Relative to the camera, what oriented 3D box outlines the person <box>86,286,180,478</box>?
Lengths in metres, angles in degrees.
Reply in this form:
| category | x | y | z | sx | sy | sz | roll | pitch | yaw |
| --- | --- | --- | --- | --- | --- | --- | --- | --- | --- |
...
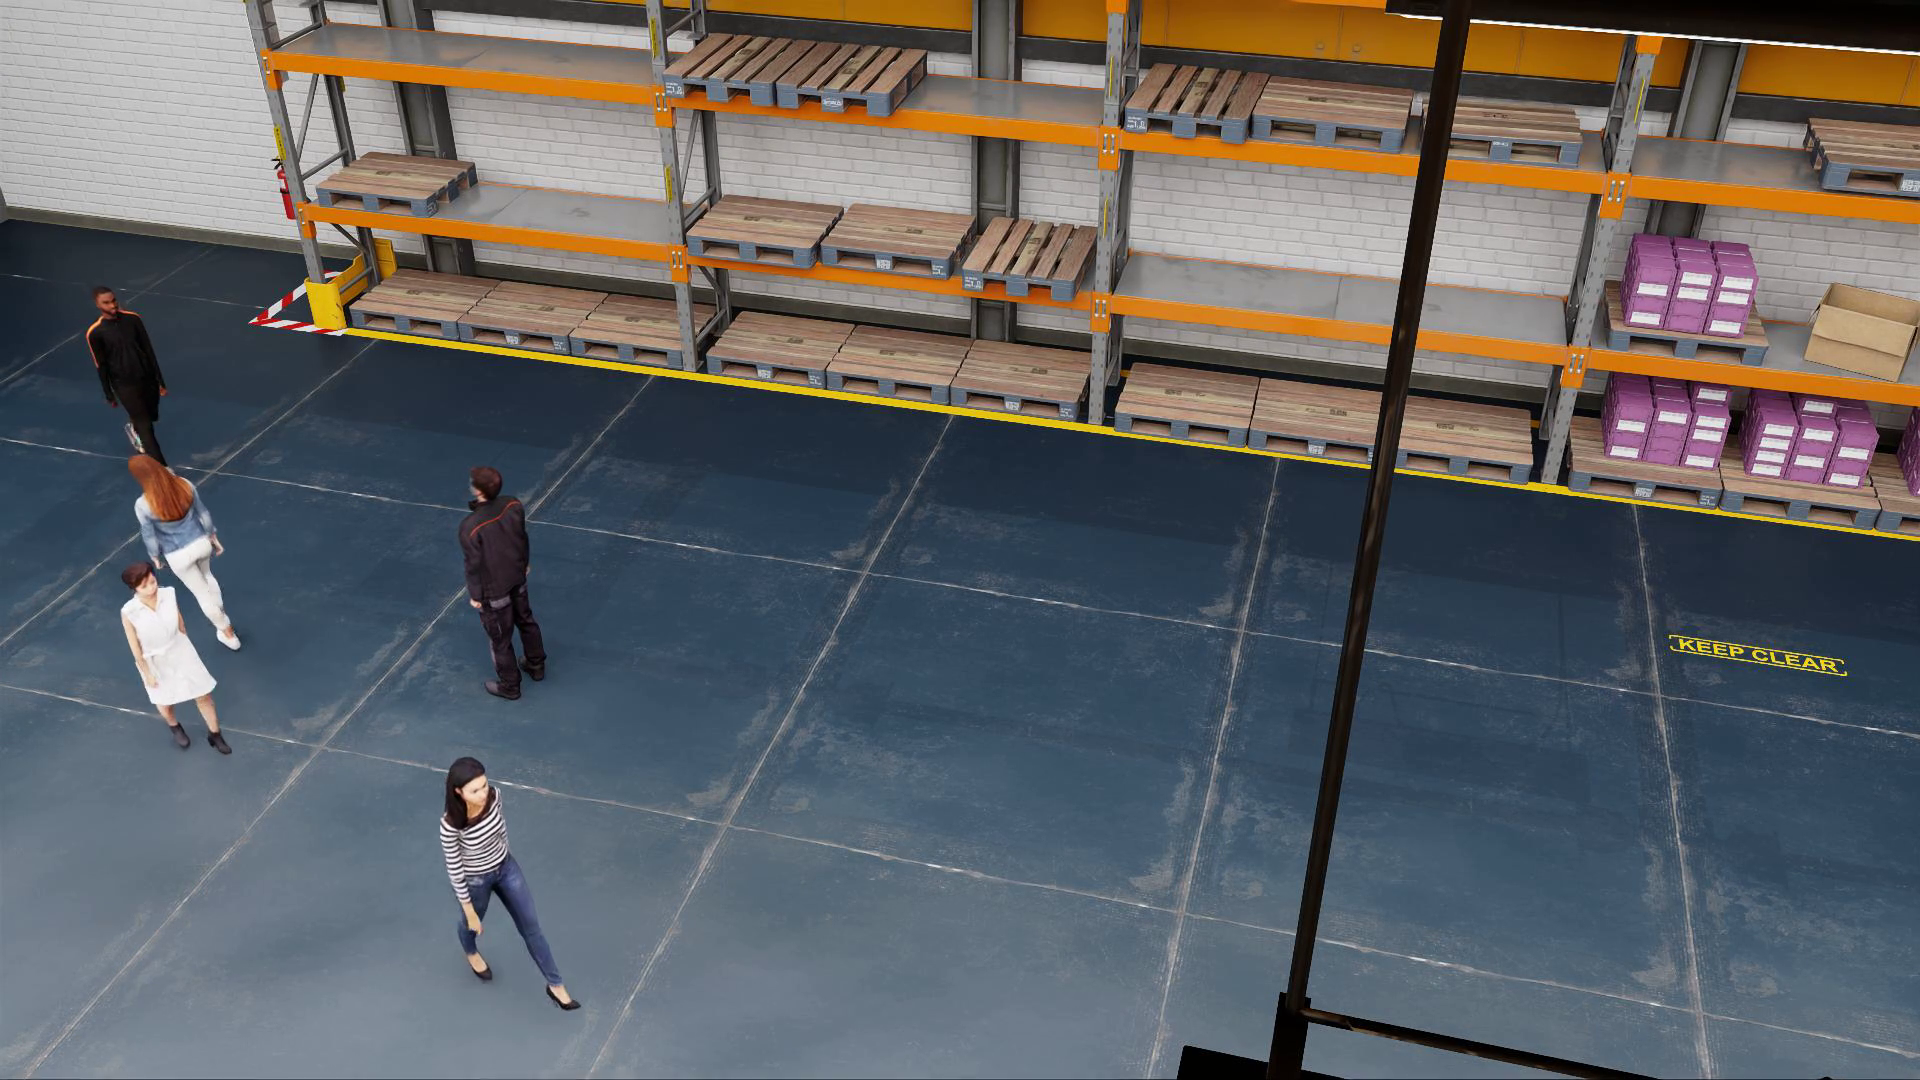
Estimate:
| category | x | y | z | sx | sy | sz | roll | pitch | yaw |
| --- | --- | --- | --- | --- | --- | --- | --- | --- | --- |
| person | -7.037 | -1.347 | 14.090 | 1.222 | 1.781 | 0.939 | 24 | 41 | 32 |

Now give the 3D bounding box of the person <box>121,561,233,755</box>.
| category | x | y | z | sx | sy | sz | roll | pitch | yaw |
| --- | --- | --- | --- | --- | --- | --- | --- | --- | --- |
| person | -5.355 | 0.766 | 11.134 | 0.770 | 1.535 | 0.876 | -28 | 43 | -35 |

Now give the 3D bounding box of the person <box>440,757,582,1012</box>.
| category | x | y | z | sx | sy | sz | roll | pitch | yaw |
| --- | --- | --- | --- | --- | --- | --- | --- | --- | --- |
| person | -2.704 | 1.886 | 9.259 | 1.180 | 1.744 | 0.866 | 20 | 38 | 27 |

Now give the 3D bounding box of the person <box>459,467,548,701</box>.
| category | x | y | z | sx | sy | sz | roll | pitch | yaw |
| --- | --- | --- | --- | --- | --- | --- | --- | --- | --- |
| person | -3.196 | 0.287 | 11.580 | 0.693 | 1.838 | 0.785 | 20 | 38 | 27 |

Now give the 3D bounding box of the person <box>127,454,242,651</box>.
| category | x | y | z | sx | sy | sz | roll | pitch | yaw |
| --- | --- | --- | --- | --- | --- | --- | --- | --- | --- |
| person | -5.513 | 0.125 | 11.976 | 0.872 | 1.669 | 0.786 | 25 | 41 | 32 |
